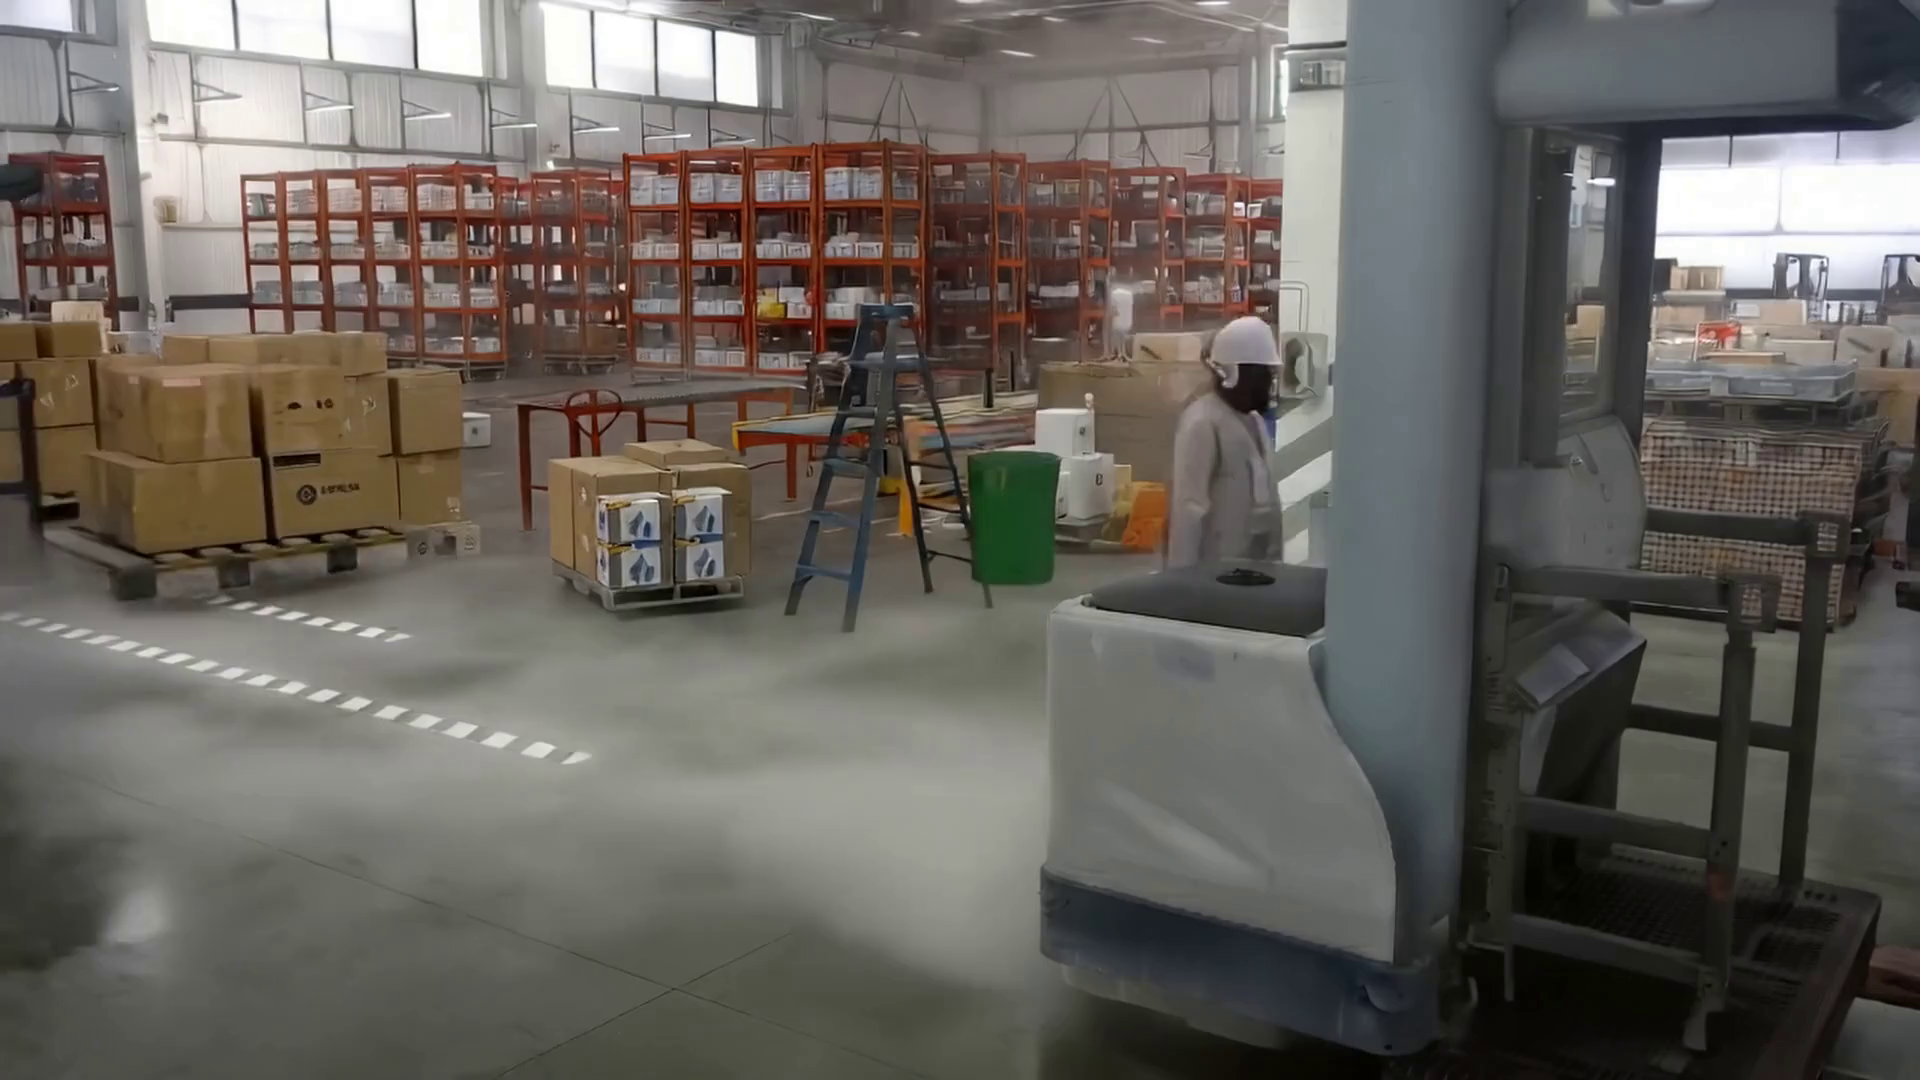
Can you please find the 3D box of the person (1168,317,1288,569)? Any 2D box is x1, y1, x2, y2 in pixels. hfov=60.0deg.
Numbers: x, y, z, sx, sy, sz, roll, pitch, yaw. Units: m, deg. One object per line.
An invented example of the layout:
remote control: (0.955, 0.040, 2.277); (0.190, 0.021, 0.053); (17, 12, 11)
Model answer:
person: (1.083, 0.096, 6.128); (0.730, 1.806, 0.611); (6, 11, 30)

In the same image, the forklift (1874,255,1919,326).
forklift: (22.089, -5.634, 38.796); (1.157, 1.987, 2.680); (6, 11, 33)

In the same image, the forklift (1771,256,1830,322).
forklift: (20.253, -5.854, 40.139); (1.157, 1.987, 2.680); (7, 12, 35)

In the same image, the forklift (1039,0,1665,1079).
forklift: (1.249, -0.137, 4.360); (1.873, 2.768, 1.129); (7, 12, 35)

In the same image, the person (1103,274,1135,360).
person: (2.702, -3.541, 27.819); (0.644, 1.810, 0.627); (-4, 10, -23)

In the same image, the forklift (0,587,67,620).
forklift: (-6.124, -0.906, 8.939); (1.129, 2.768, 1.873); (9, 13, 44)

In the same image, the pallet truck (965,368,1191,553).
pallet truck: (0.845, -0.609, 11.869); (1.630, 1.274, 0.653); (7, 12, 35)

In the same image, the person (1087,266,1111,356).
person: (2.331, -3.661, 27.979); (0.395, 1.992, 0.622); (8, 12, 39)

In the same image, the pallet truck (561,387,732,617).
pallet truck: (-1.981, -0.274, 10.088); (0.680, 1.201, 1.601); (-5, 11, -28)
